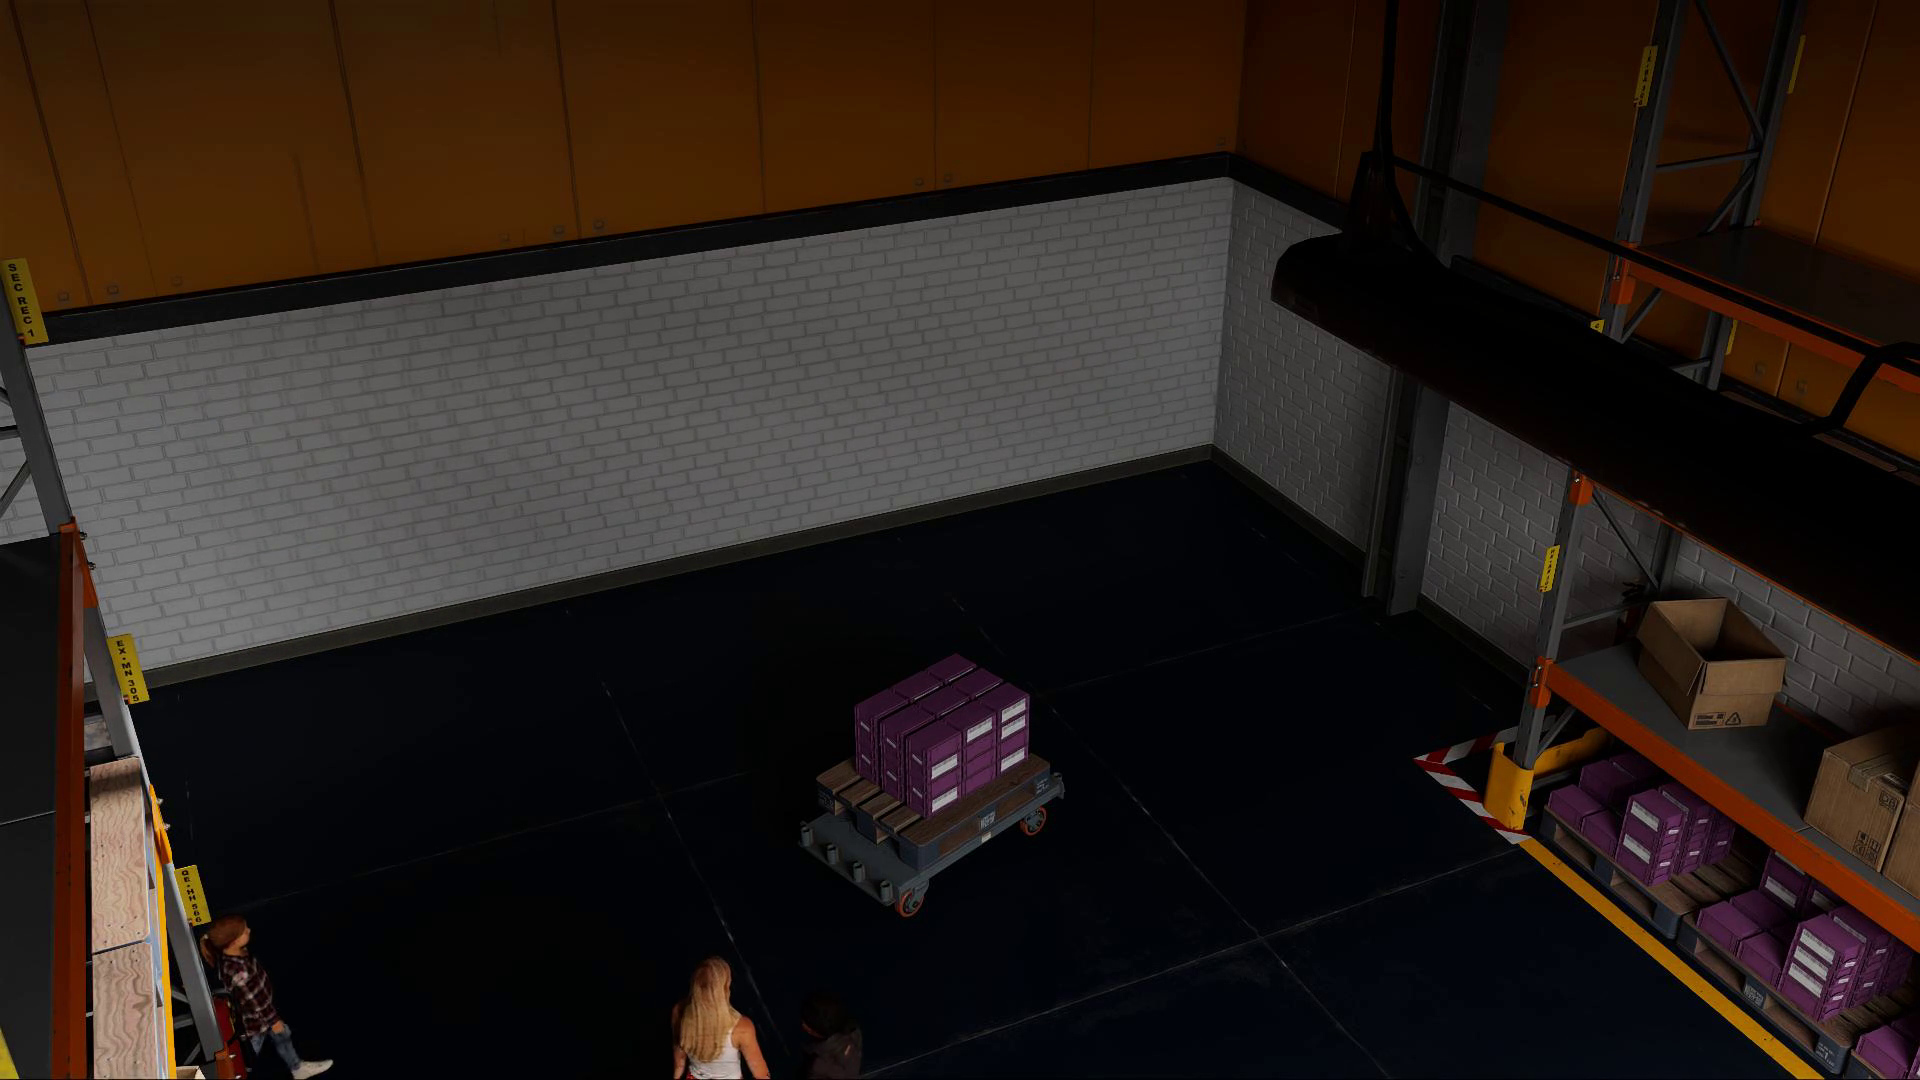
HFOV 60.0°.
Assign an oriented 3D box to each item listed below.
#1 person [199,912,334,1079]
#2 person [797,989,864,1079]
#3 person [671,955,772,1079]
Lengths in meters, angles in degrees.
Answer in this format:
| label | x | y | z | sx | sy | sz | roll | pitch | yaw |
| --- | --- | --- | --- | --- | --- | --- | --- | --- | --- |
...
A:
| label | x | y | z | sx | sy | sz | roll | pitch | yaw |
| --- | --- | --- | --- | --- | --- | --- | --- | --- | --- |
| person | -3.863 | 2.564 | 8.895 | 0.638 | 1.282 | 0.858 | -16 | 32 | -26 |
| person | -0.744 | 2.792 | 8.093 | 1.067 | 1.650 | 1.006 | 17 | 33 | 29 |
| person | -1.214 | 2.779 | 7.983 | 0.987 | 1.778 | 1.016 | 13 | 31 | 22 |
